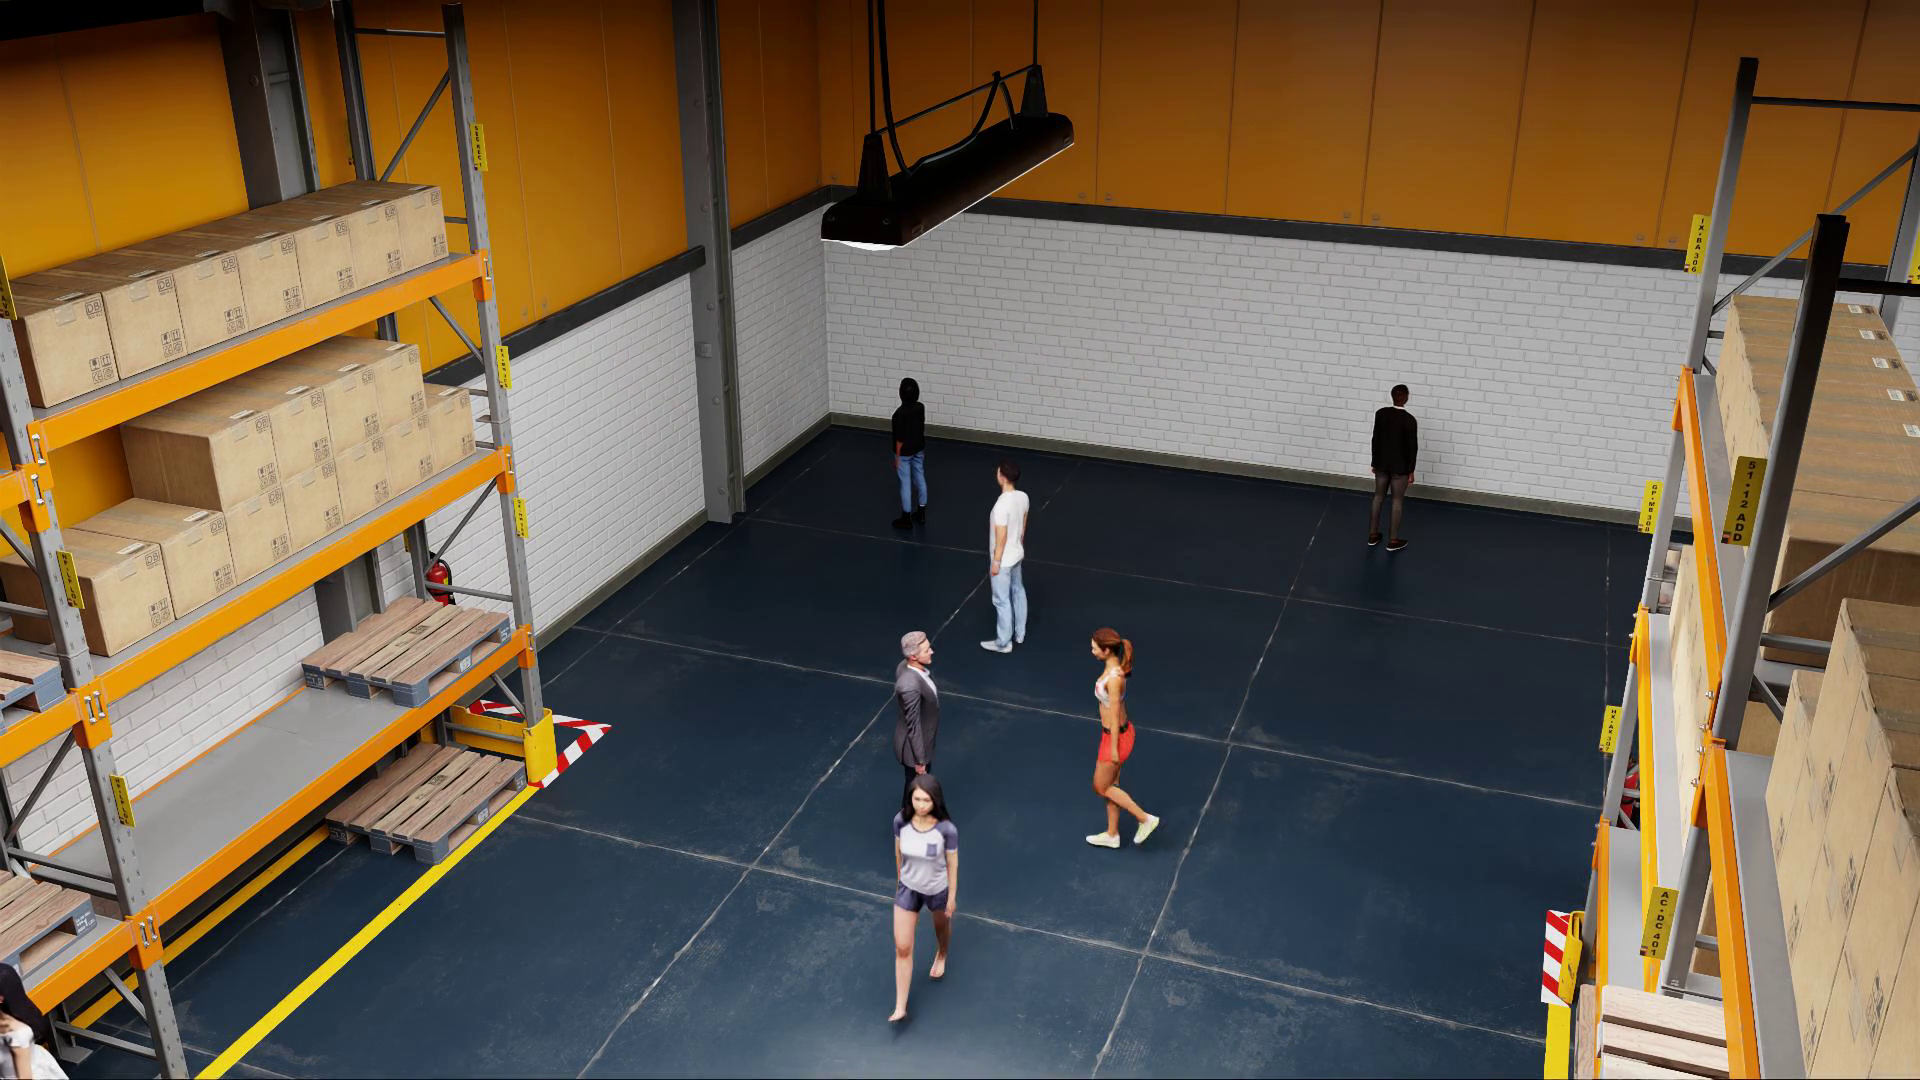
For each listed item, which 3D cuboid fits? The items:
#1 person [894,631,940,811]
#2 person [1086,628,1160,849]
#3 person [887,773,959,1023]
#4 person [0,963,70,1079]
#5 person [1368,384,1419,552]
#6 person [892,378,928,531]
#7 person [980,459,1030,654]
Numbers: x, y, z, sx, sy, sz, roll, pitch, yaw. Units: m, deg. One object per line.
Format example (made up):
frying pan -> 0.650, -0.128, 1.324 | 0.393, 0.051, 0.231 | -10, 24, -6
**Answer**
person -> -0.312, 1.490, 12.212 | 0.854, 1.841, 0.700 | -1, 24, -3
person -> 1.232, 1.495, 12.295 | 0.759, 1.766, 0.776 | 2, 24, 5
person -> -0.193, 2.214, 10.777 | 0.662, 1.665, 1.130 | 6, 24, 14
person -> -4.933, 2.990, 8.870 | 0.823, 1.769, 0.783 | -15, 28, -30
person -> 4.535, -0.772, 17.438 | 0.735, 1.800, 0.707 | 21, 31, 39
person -> -0.540, -0.940, 17.947 | 0.615, 1.701, 0.717 | -20, 31, -38
person -> 0.434, 0.136, 15.278 | 0.776, 1.866, 0.565 | 14, 27, 29
